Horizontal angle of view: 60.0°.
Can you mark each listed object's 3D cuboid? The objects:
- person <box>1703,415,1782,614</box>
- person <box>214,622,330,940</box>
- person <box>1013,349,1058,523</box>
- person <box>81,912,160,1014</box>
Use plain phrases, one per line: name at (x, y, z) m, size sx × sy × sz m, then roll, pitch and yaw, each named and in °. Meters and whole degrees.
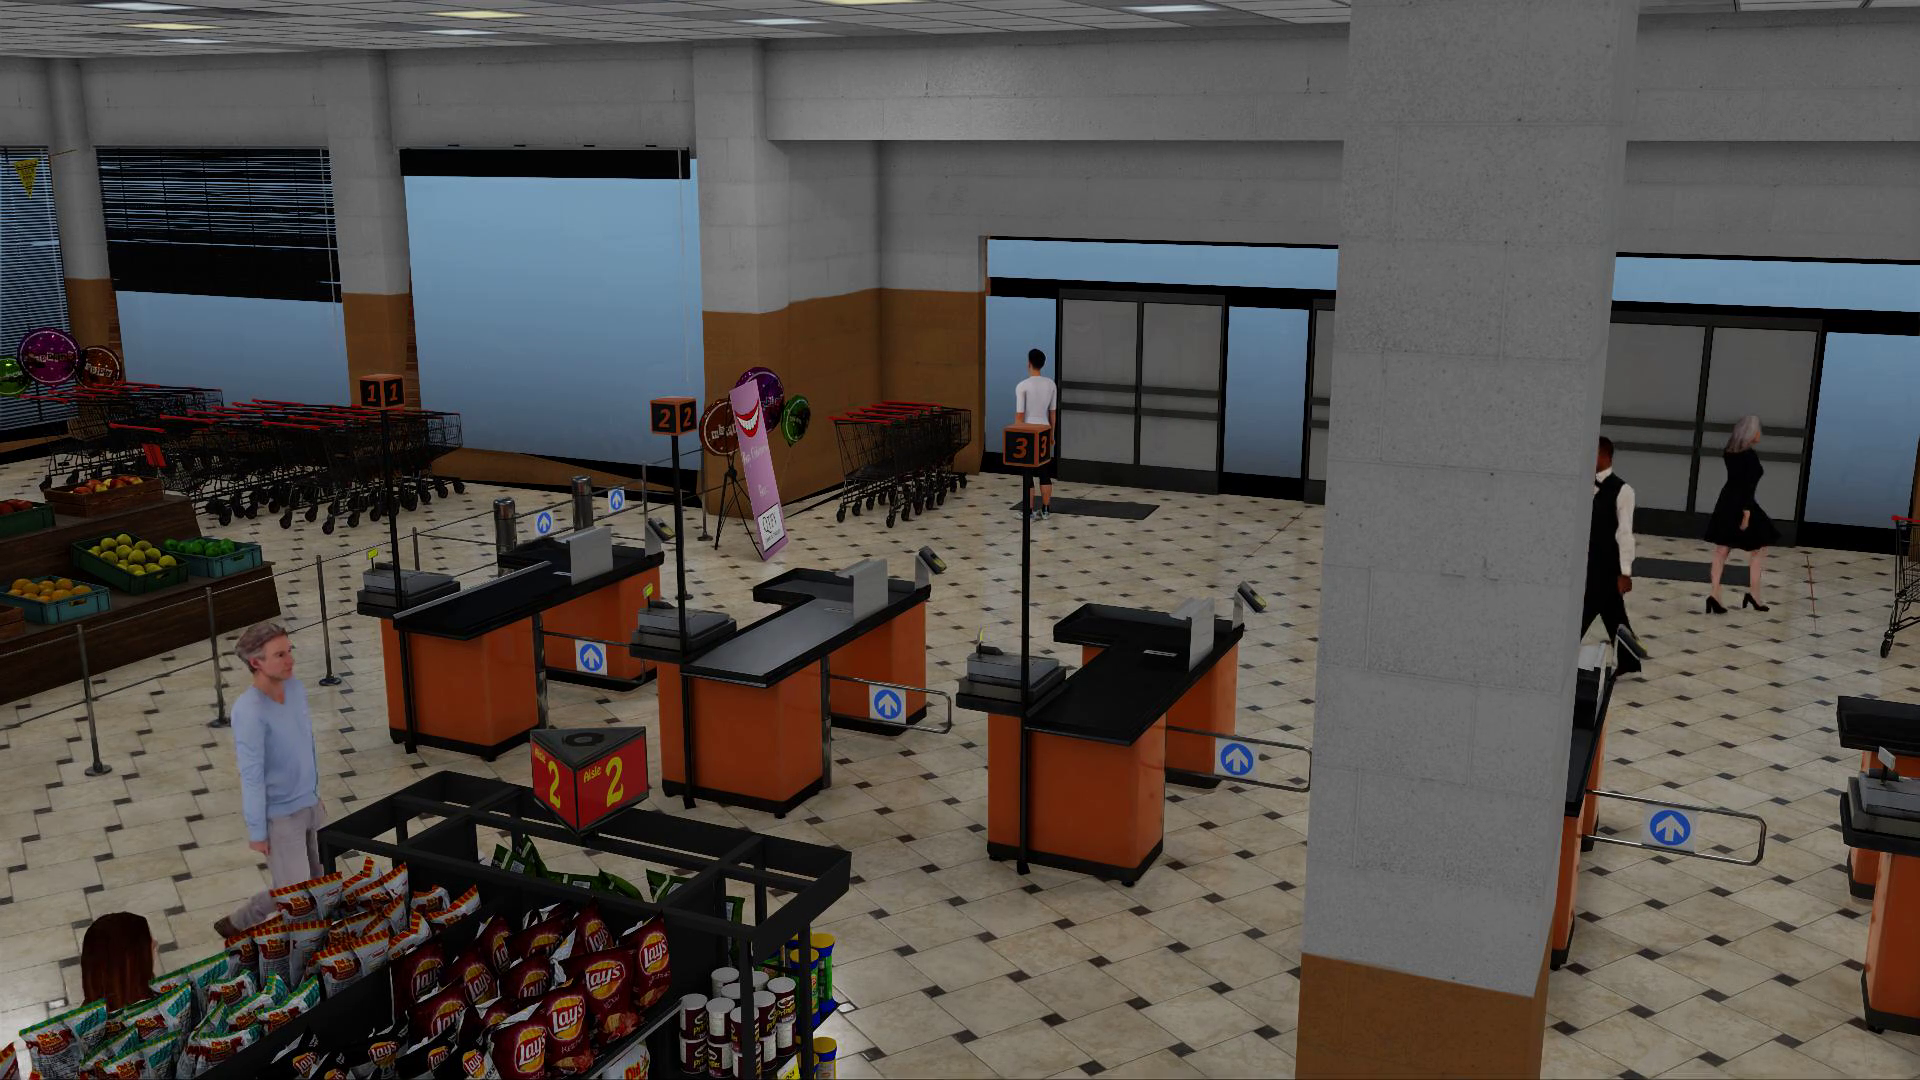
person at (6.597, -0.206, 14.274) m, size 0.885 × 1.732 × 0.848 m, roll -3°, pitch 14°, yaw -13°
person at (-3.244, 1.289, 7.799) m, size 0.903 × 1.878 × 0.985 m, roll 2°, pitch 14°, yaw 7°
person at (0.801, -1.124, 17.808) m, size 0.709 × 1.851 × 0.820 m, roll -8°, pitch 16°, yaw -29°
person at (-2.656, 2.015, 5.213) m, size 0.726 × 1.687 × 1.156 m, roll 9°, pitch 16°, yaw 34°
